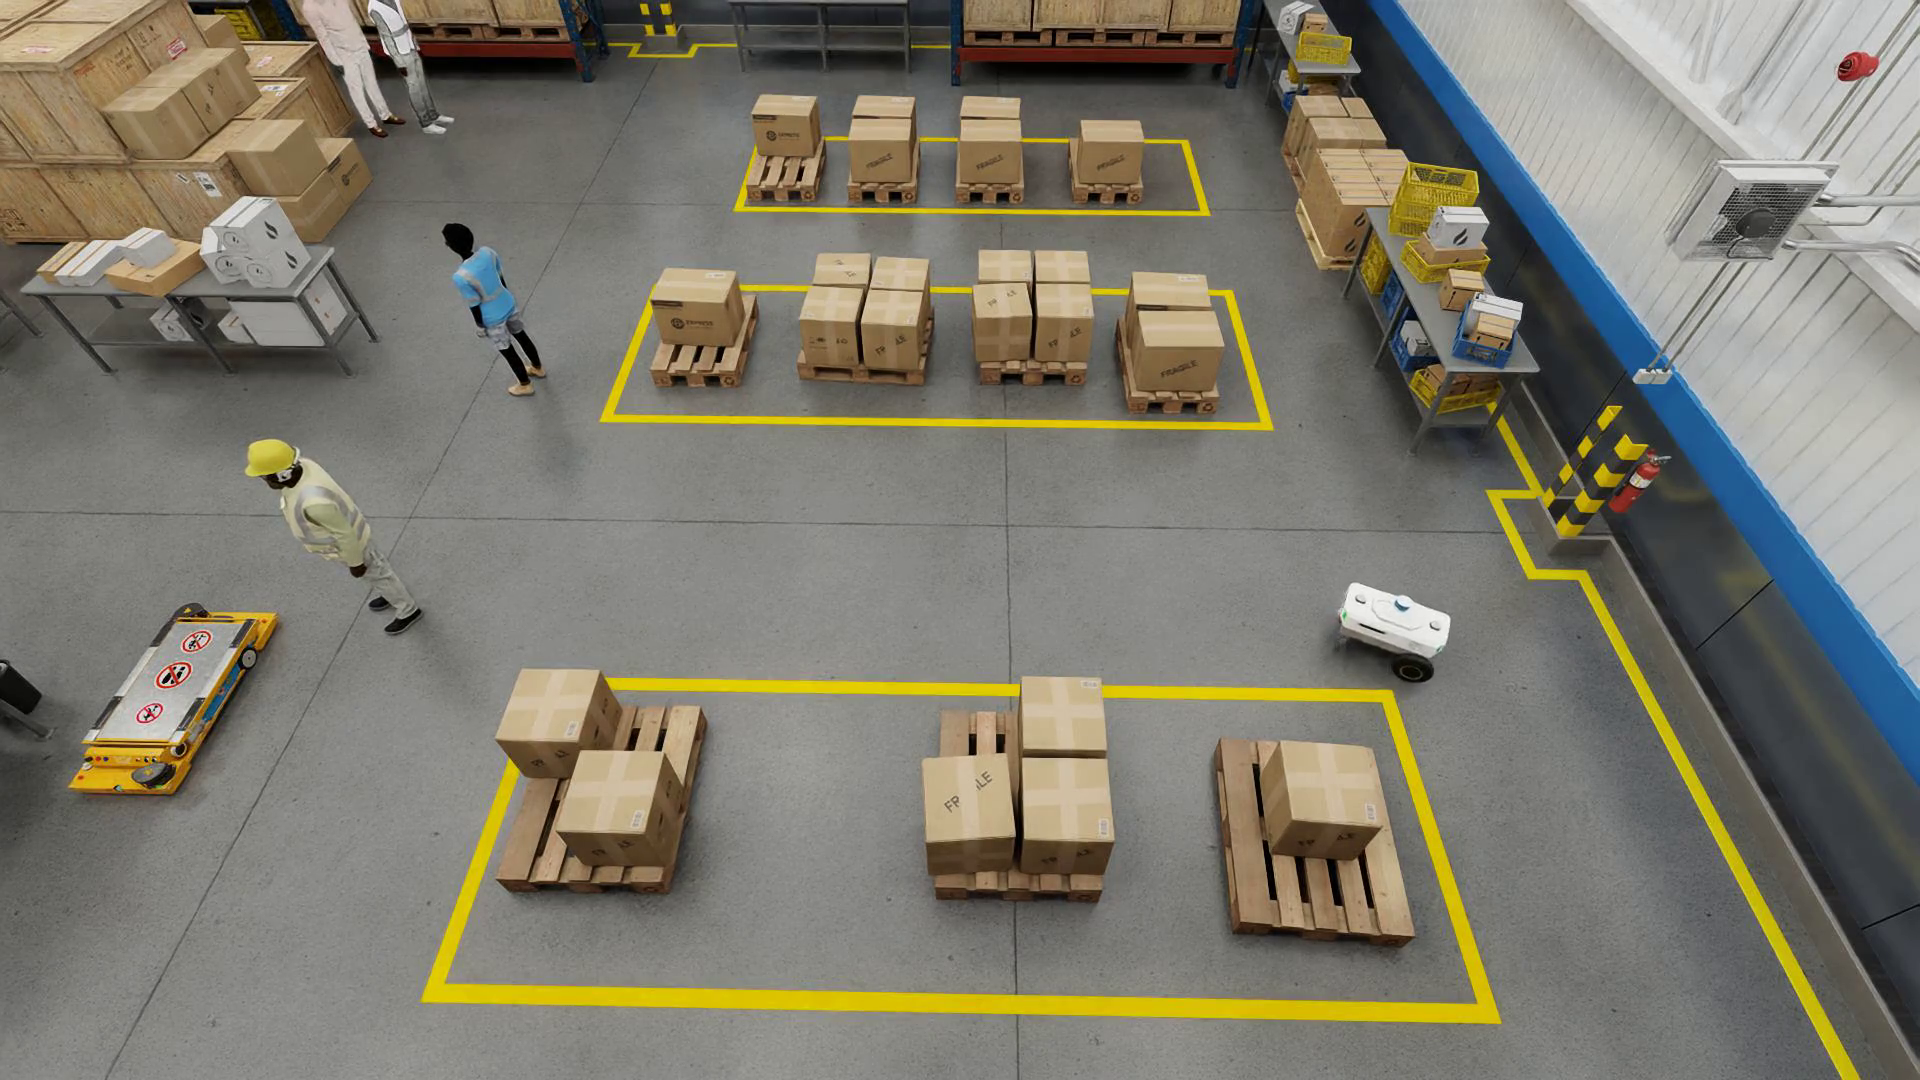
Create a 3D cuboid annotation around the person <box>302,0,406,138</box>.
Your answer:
[{"bbox_3d":[-7.581,-6.070,11.424,0.407,1.905,0.639,12,51,10],"label":"person"}]

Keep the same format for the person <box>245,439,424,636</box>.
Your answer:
[{"bbox_3d":[-4.293,-0.012,6.343,0.404,1.834,0.591,-32,57,-24],"label":"person"}]

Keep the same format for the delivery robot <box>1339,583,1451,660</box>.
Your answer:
[{"bbox_3d":[3.120,0.581,6.613,0.707,0.478,0.477,21,53,17],"label":"delivery robot"}]

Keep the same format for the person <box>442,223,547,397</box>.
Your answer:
[{"bbox_3d":[-4.126,-2.019,8.129,0.322,1.696,0.536,10,50,8],"label":"person"}]

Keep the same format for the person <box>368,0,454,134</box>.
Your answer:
[{"bbox_3d":[-6.939,-6.080,11.431,0.389,1.910,0.592,-1,50,-1],"label":"person"}]

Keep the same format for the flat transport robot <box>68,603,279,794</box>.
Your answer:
[{"bbox_3d":[-5.504,1.072,6.442,0.652,0.197,1.431,1,50,1],"label":"flat transport robot"}]
